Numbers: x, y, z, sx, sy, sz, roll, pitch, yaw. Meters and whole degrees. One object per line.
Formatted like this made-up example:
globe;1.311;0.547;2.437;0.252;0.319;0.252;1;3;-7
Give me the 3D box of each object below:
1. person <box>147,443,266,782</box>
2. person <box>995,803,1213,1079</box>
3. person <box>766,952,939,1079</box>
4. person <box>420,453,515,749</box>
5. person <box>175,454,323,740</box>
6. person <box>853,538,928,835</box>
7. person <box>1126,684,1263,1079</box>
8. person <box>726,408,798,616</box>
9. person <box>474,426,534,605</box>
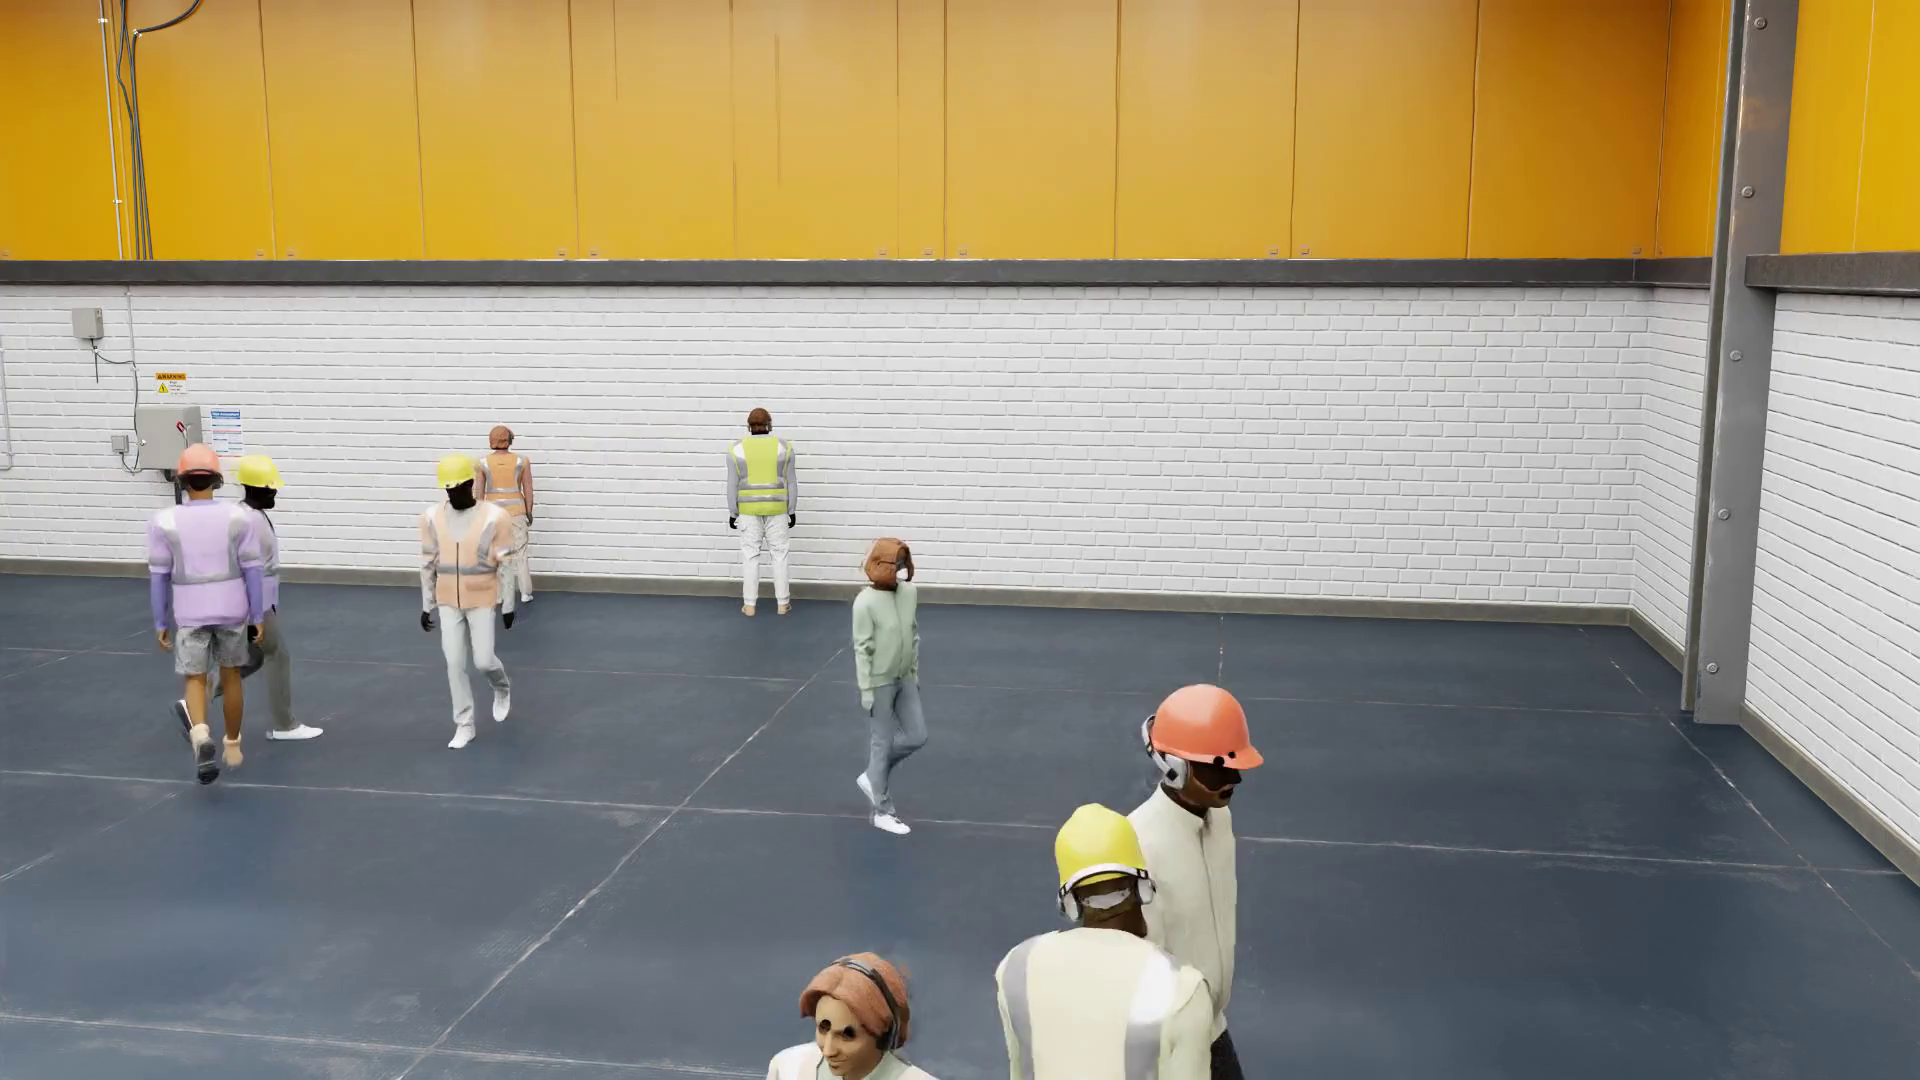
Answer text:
person;-4.455;0.443;9.870;0.612;2.024;0.761;-4;10;-24
person;0.395;1.523;3.950;0.651;1.761;0.914;6;11;33
person;-0.251;1.665;3.543;0.533;1.606;0.750;7;11;35
person;-3.149;0.365;10.719;0.592;1.895;0.597;1;9;3
person;-4.554;0.390;10.549;0.791;1.891;0.609;-4;10;-23
person;-0.391;0.780;8.978;0.388;1.619;0.517;7;12;38
person;0.650;1.347;4.475;1.040;1.934;0.625;8;12;39
person;-1.741;-0.247;14.655;0.621;1.837;0.429;-1;9;-9
person;-4.130;-0.221;15.099;0.515;1.639;0.314;-2;10;-14
